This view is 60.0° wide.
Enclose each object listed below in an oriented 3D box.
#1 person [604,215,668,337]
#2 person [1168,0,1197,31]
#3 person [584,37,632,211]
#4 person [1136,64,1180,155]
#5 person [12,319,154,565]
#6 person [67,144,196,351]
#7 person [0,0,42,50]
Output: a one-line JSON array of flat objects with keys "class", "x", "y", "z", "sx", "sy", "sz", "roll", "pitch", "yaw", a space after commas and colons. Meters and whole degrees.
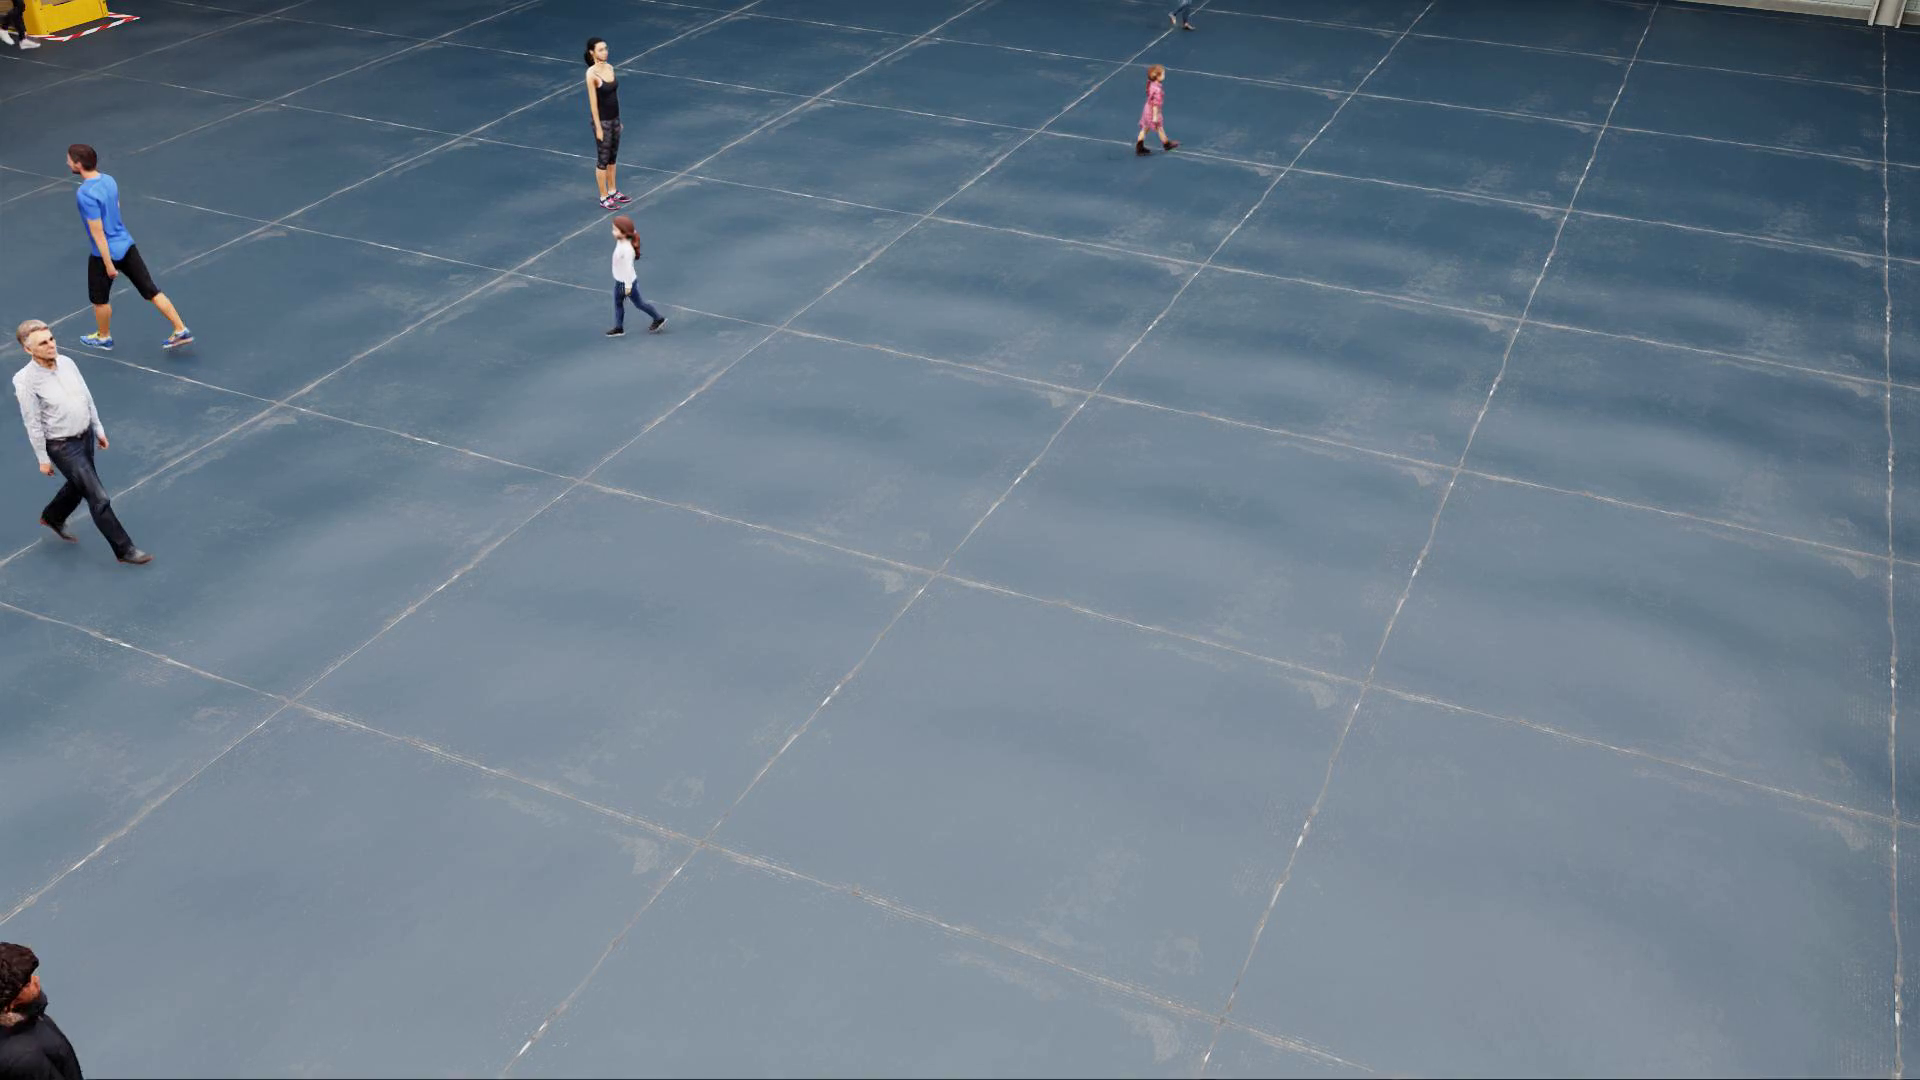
[{"class": "person", "x": -2.853, "y": -2.296, "z": 14.505, "sx": 0.783, "sy": 1.092, "sz": 0.759, "roll": -15, "pitch": 35, "yaw": -22}, {"class": "person", "x": 3.071, "y": -7.658, "z": 22.807, "sx": 0.614, "sy": 1.304, "sz": 0.500, "roll": 15, "pitch": 35, "yaw": 22}, {"class": "person", "x": -3.648, "y": -4.287, "z": 17.064, "sx": 0.535, "sy": 1.730, "sz": 0.574, "roll": 13, "pitch": 34, "yaw": 19}, {"class": "person", "x": 2.105, "y": -4.778, "z": 18.526, "sx": 0.772, "sy": 0.999, "sz": 0.691, "roll": -9, "pitch": 33, "yaw": -13}, {"class": "person", "x": -6.094, "y": -0.666, "z": 11.269, "sx": 1.214, "sy": 1.788, "sz": 0.776, "roll": 9, "pitch": 33, "yaw": 14}, {"class": "person", "x": -7.014, "y": -2.404, "z": 13.990, "sx": 1.314, "sy": 1.823, "sz": 0.884, "roll": 4, "pitch": 32, "yaw": 6}, {"class": "person", "x": -12.626, "y": -7.351, "z": 21.929, "sx": 0.872, "sy": 1.721, "sz": 0.793, "roll": -3, "pitch": 32, "yaw": -5}]
